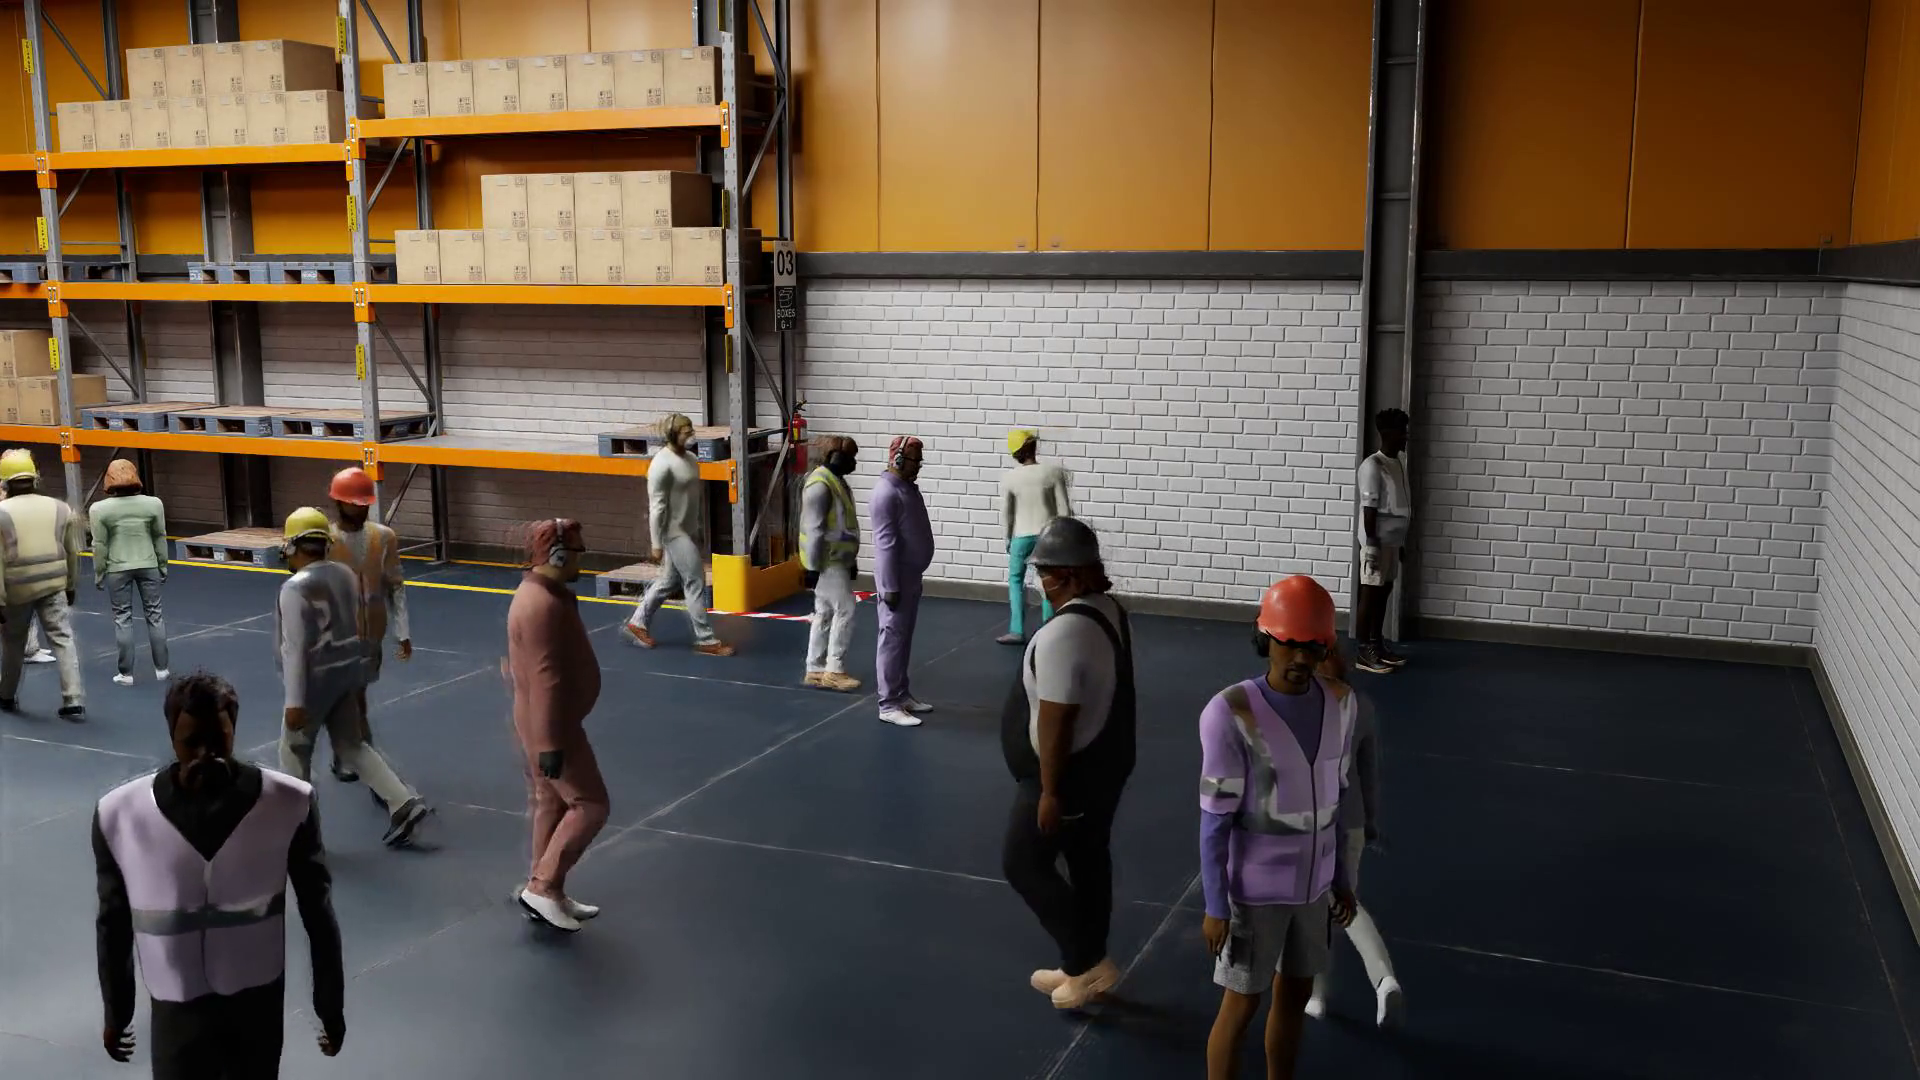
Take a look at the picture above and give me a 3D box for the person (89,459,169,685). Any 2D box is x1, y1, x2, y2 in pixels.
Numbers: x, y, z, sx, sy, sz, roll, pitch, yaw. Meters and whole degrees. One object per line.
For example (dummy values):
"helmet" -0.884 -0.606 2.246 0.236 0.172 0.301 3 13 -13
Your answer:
"person" -5.965 0.230 11.979 0.497 1.633 0.286 -7 12 -37

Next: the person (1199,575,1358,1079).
"person" 1.054 1.113 5.397 0.615 2.039 0.387 -5 11 -30

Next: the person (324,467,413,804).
"person" -3.411 0.522 9.456 1.016 1.879 0.547 9 13 44

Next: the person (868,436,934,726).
"person" -0.371 0.258 11.002 0.409 1.903 0.638 2 10 12

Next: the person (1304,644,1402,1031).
"person" 1.470 1.147 6.487 0.507 1.610 0.573 -5 11 -27

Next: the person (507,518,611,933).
"person" -1.798 0.839 7.521 0.431 1.883 0.660 -2 10 -12

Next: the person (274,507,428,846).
"person" -3.205 0.723 8.529 0.845 1.791 0.624 2 10 10

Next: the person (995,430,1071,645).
"person" 0.633 -0.011 13.195 0.645 1.721 0.329 2 10 10

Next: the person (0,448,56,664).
"person" -7.105 0.121 12.624 0.306 1.640 0.522 -7 11 -35

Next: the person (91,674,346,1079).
"person" -2.051 1.313 4.651 0.629 1.876 0.926 -5 10 -26

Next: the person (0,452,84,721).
"person" -6.194 0.305 11.088 0.954 1.777 0.614 8 12 38

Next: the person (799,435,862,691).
"person" -0.853 0.164 11.836 0.619 1.813 0.640 2 10 10

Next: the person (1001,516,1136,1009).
"person" 0.430 0.897 6.708 0.540 2.000 0.714 5 10 26

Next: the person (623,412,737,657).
"person" -2.222 -0.048 12.875 0.976 1.901 0.639 3 10 15

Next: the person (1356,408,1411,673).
"person" 3.167 -0.007 12.408 0.367 1.967 0.600 7 11 34
